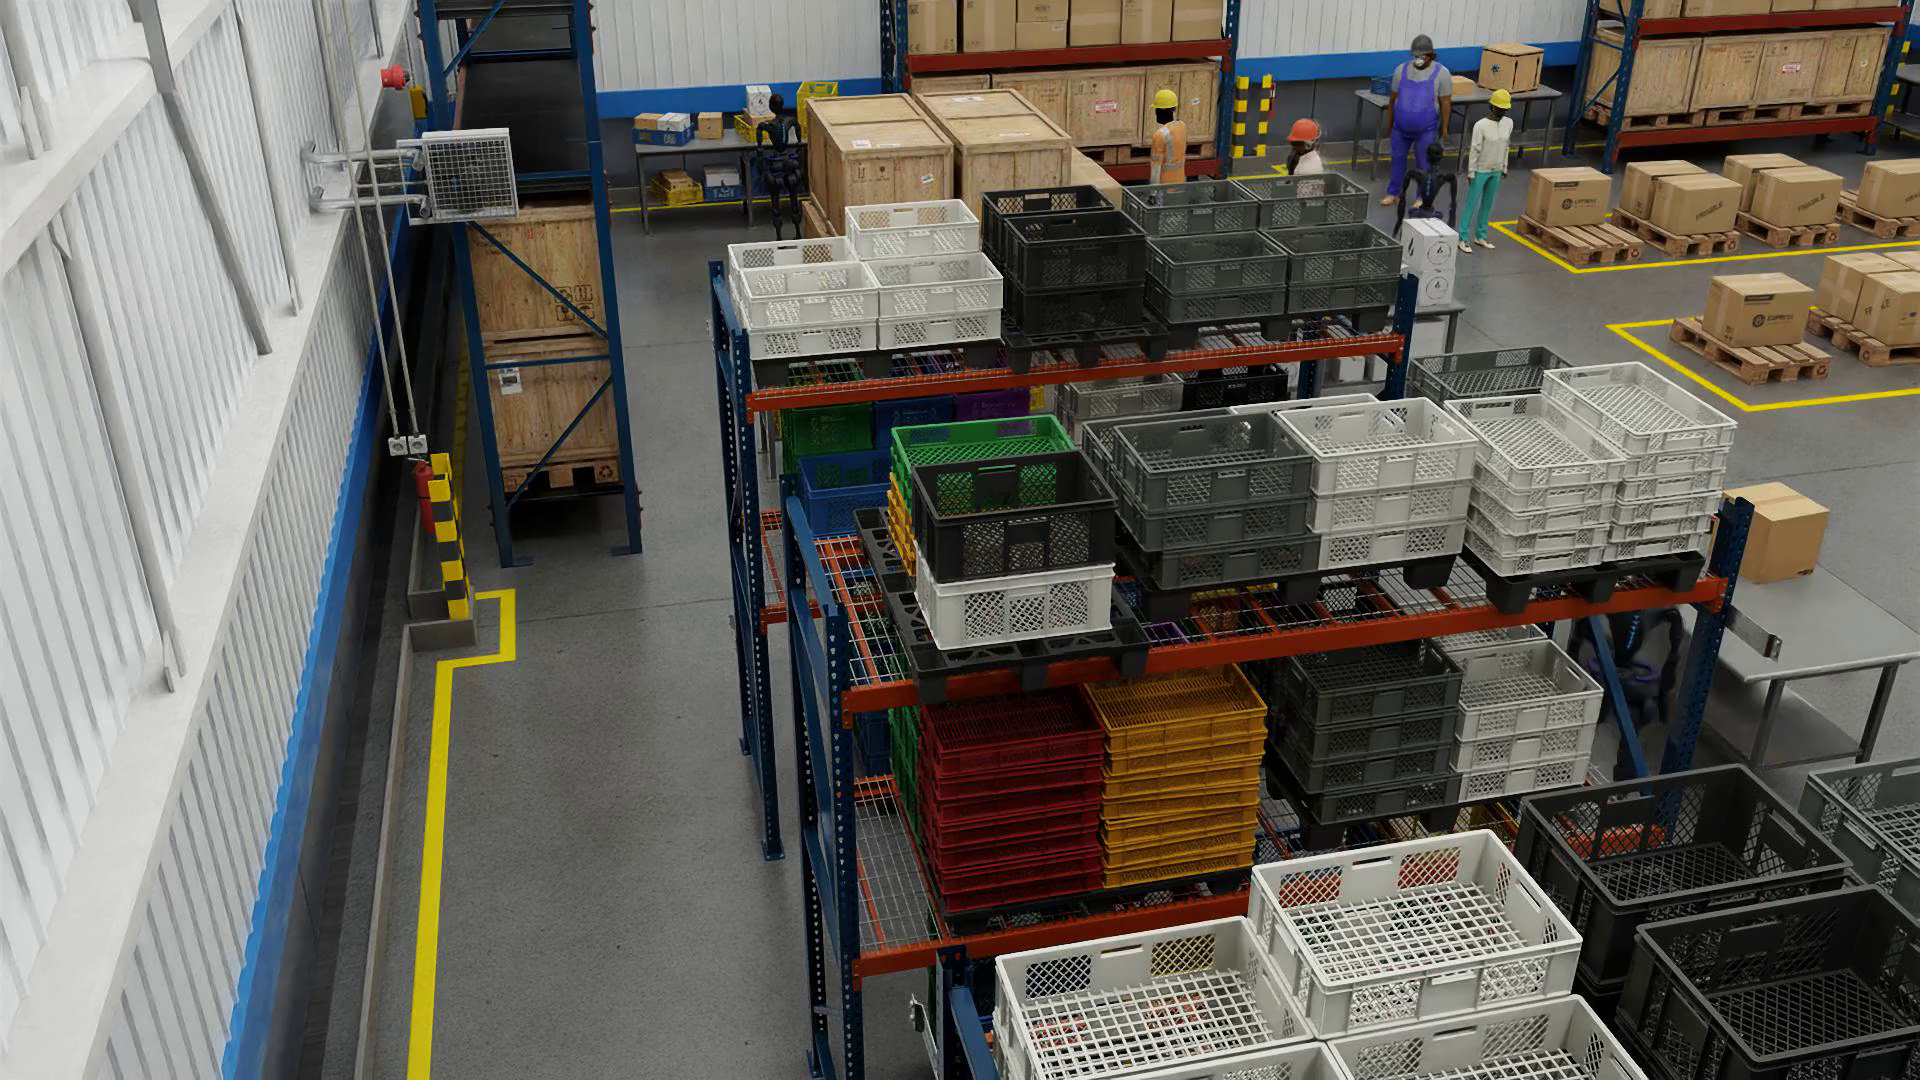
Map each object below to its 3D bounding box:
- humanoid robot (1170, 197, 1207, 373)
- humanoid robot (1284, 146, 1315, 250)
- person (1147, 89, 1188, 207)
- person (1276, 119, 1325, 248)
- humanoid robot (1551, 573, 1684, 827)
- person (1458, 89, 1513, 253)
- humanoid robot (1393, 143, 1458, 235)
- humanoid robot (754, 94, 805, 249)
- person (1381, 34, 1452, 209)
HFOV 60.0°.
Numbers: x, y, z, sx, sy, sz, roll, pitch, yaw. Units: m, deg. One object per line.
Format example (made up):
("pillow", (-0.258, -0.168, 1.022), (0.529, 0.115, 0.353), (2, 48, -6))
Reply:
("humanoid robot", (2.026, -2.277, 14.874), (0.421, 1.643, 0.632), (5, 28, 9))
("humanoid robot", (3.468, -3.449, 17.074), (0.323, 1.651, 0.595), (-3, 28, -6))
("person", (2.129, -3.725, 17.352), (0.405, 1.918, 0.582), (18, 33, 30))
("person", (3.197, -3.075, 16.058), (0.703, 1.961, 0.607), (1, 28, 2))
("humanoid robot", (3.546, 0.808, 9.003), (0.616, 1.637, 0.324), (8, 29, 15))
("person", (5.734, -4.001, 18.031), (0.532, 1.765, 0.327), (-12, 30, -22))
("humanoid robot", (4.614, -3.117, 16.487), (0.616, 1.627, 0.760), (9, 29, 17))
("humanoid robot", (-1.963, -4.034, 18.174), (0.603, 1.657, 0.318), (-15, 31, -26))
("person", (5.313, -4.863, 19.374), (0.739, 2.000, 0.536), (15, 31, 27))
